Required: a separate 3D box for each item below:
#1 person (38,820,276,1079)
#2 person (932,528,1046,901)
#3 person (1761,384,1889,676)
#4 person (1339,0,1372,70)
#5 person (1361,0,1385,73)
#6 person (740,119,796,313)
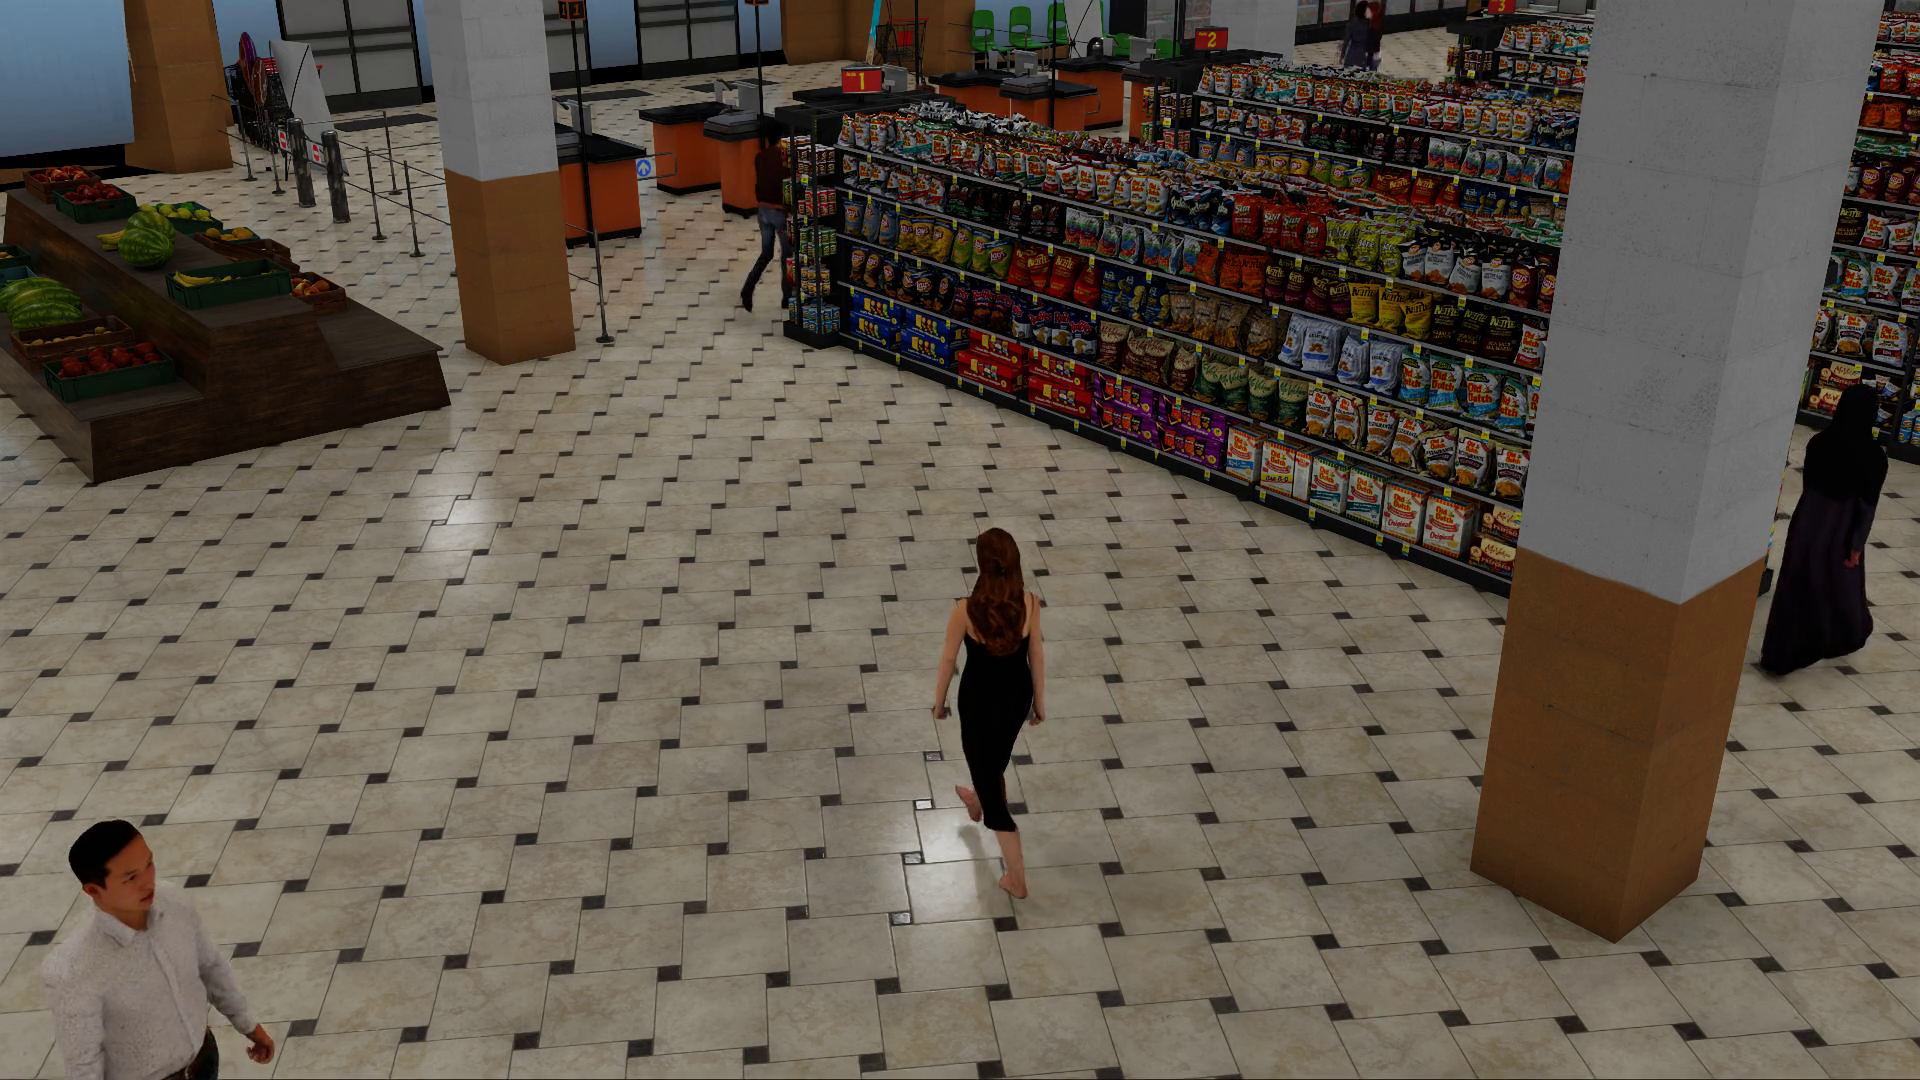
[{"bbox_3d":[-2.400,1.582,4.847,1.239,1.768,1.106,5,24,11],"label":"person"},{"bbox_3d":[0.170,0.761,6.967,0.846,1.572,1.180,-9,25,-19],"label":"person"},{"bbox_3d":[4.506,-0.032,8.736,0.697,1.607,0.963,-17,29,-33],"label":"person"},{"bbox_3d":[5.985,-7.246,25.101,0.670,1.704,0.877,6,24,14],"label":"person"},{"bbox_3d":[6.117,-6.963,24.370,0.819,1.772,0.760,4,24,10],"label":"person"},{"bbox_3d":[-1.732,-2.915,15.138,1.055,1.756,0.939,12,26,26],"label":"person"}]
